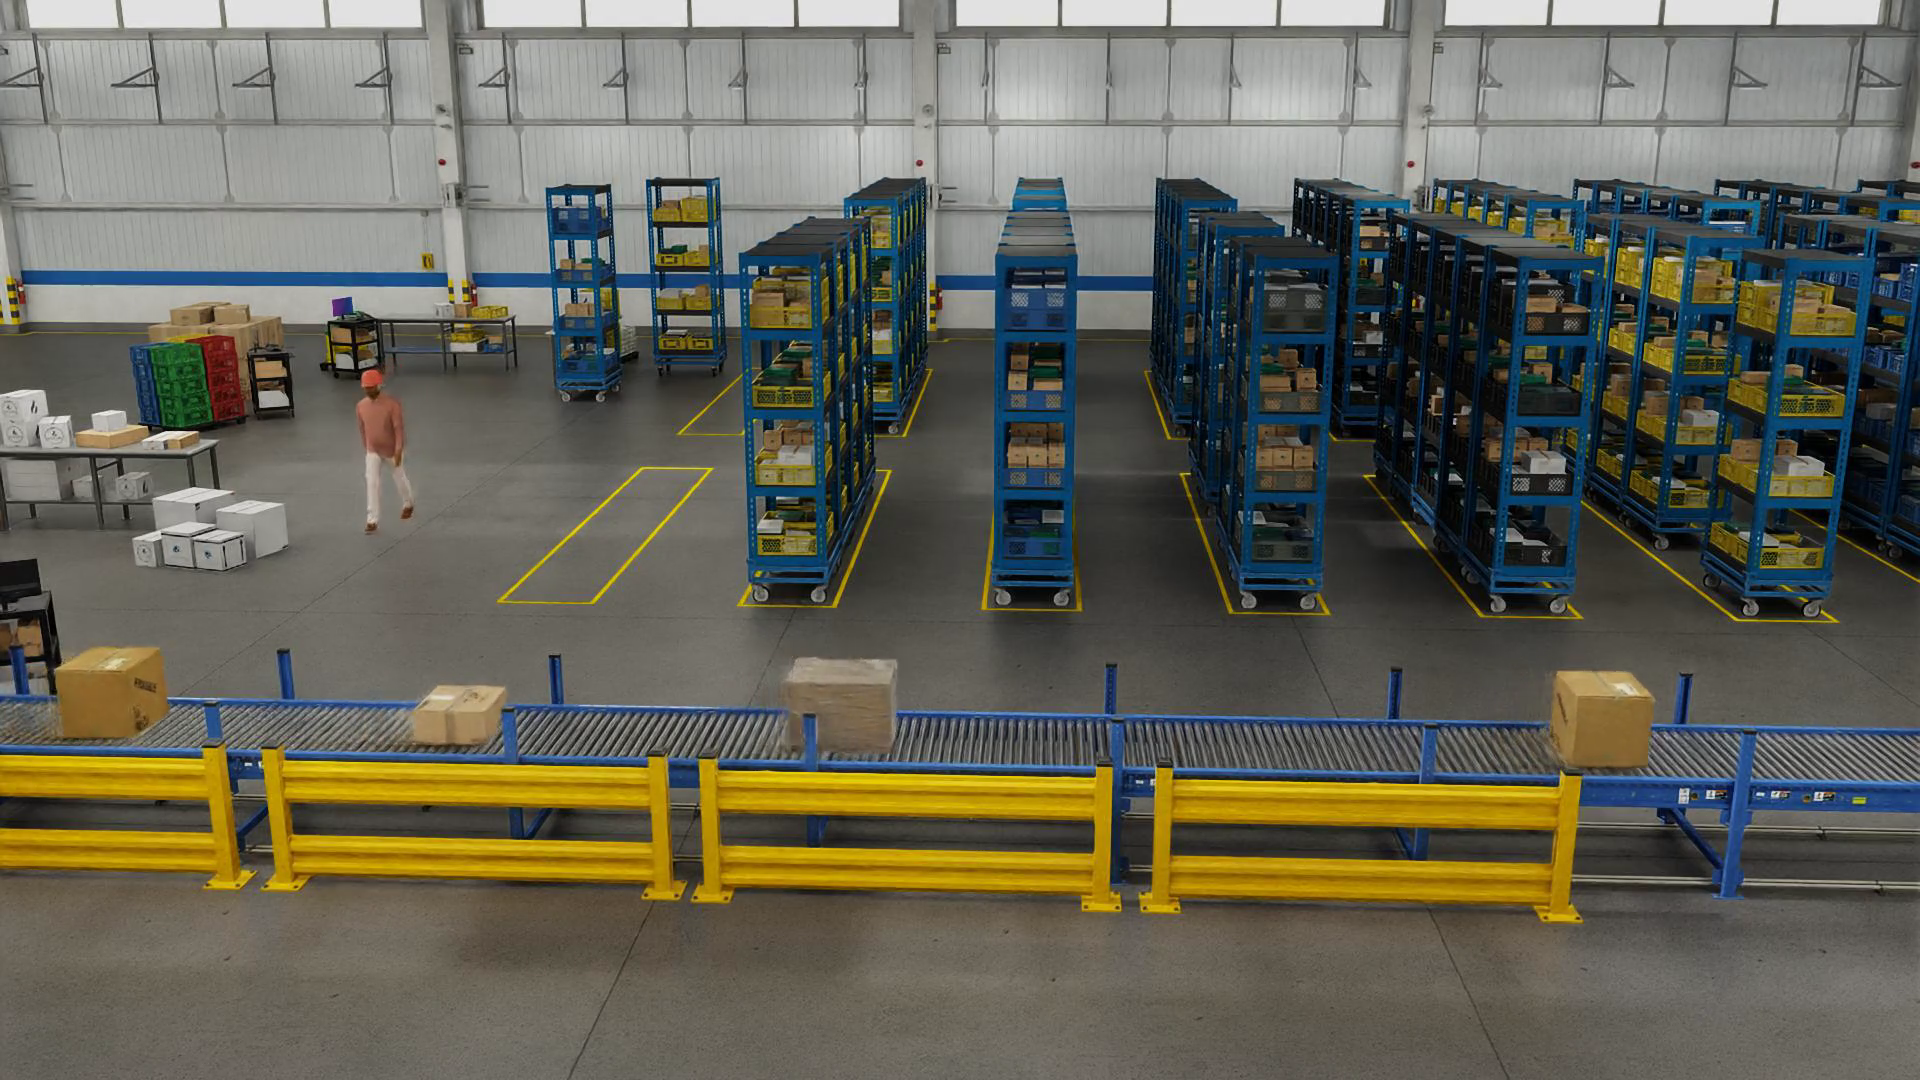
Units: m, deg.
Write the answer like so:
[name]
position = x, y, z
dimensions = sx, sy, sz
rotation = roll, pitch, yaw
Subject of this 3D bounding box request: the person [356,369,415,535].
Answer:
[person]
position = -6.917, -1.113, 20.011
dimensions = 0.604, 1.942, 1.061
rotation = 1, 15, 3
